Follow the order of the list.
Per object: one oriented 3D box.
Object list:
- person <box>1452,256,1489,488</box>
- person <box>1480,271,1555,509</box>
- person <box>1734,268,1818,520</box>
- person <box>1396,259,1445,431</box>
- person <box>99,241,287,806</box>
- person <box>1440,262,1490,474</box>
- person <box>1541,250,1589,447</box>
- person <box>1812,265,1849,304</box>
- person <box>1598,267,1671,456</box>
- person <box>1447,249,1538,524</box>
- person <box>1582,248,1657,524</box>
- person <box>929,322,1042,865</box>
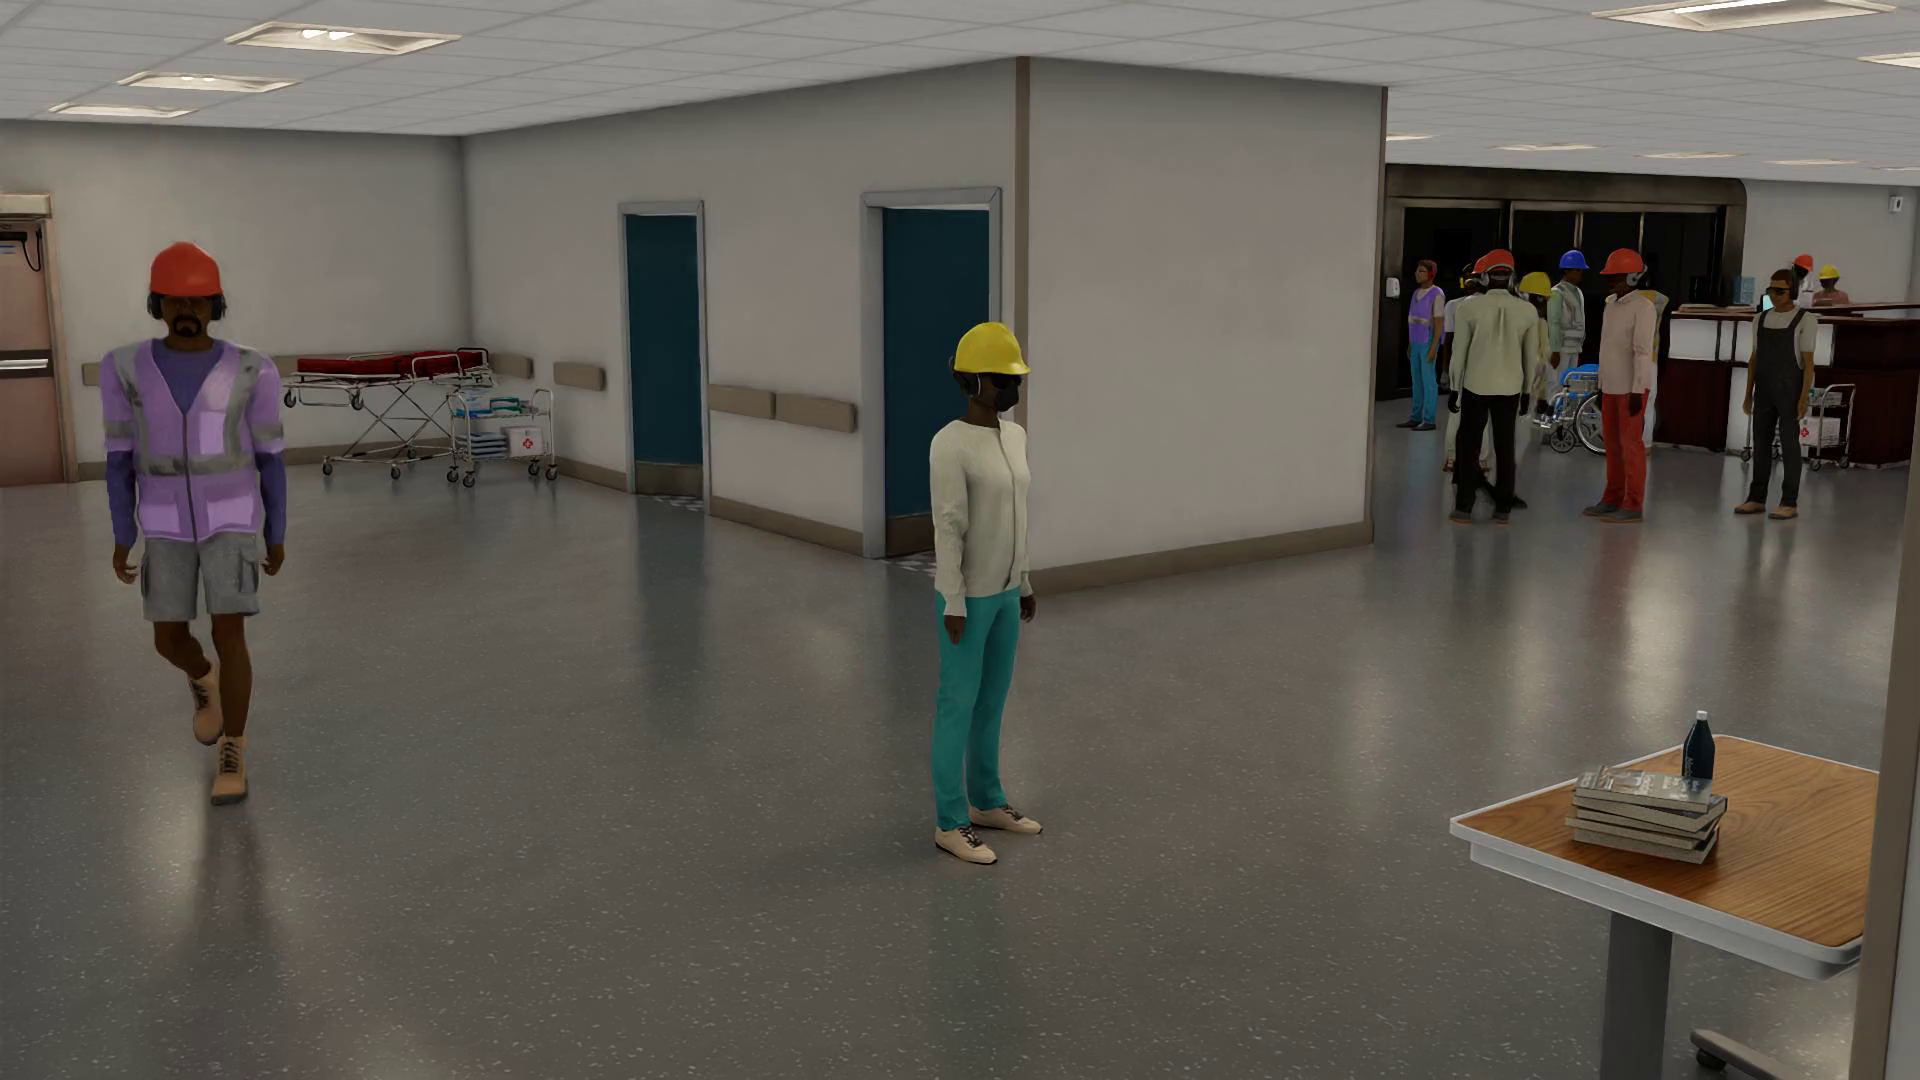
[{"bbox_3d":[4.329,-1.392,13.807,0.386,1.929,0.548,-1,10,-7],"label":"person"},{"bbox_3d":[4.269,-1.131,12.660,0.602,1.809,0.427,-8,13,-39],"label":"person"},{"bbox_3d":[6.031,-1.073,12.272,0.347,1.838,0.505,-6,12,-29],"label":"person"},{"bbox_3d":[5.045,-2.110,18.040,0.390,1.850,0.565,-3,10,-14],"label":"person"},{"bbox_3d":[-2.796,-0.081,6.163,0.607,2.030,0.696,-3,10,-15],"label":"person"},{"bbox_3d":[4.500,-1.506,14.649,0.515,1.858,0.331,2,10,9],"label":"person"},{"bbox_3d":[6.059,-1.914,16.660,0.388,1.947,0.615,9,13,40],"label":"person"},{"bbox_3d":[10.930,-2.581,20.963,0.433,1.757,0.527,-6,12,-30],"label":"person"},{"bbox_3d":[6.432,-1.716,15.893,0.630,1.835,0.429,4,11,23],"label":"person"},{"bbox_3d":[3.833,-1.097,12.010,0.624,1.983,0.417,0,10,-1],"label":"person"},{"bbox_3d":[4.798,-1.114,12.095,0.413,1.985,0.610,-1,10,-7],"label":"person"},{"bbox_3d":[0.090,0.168,5.514,0.310,1.769,0.525,6,12,30],"label":"person"}]
